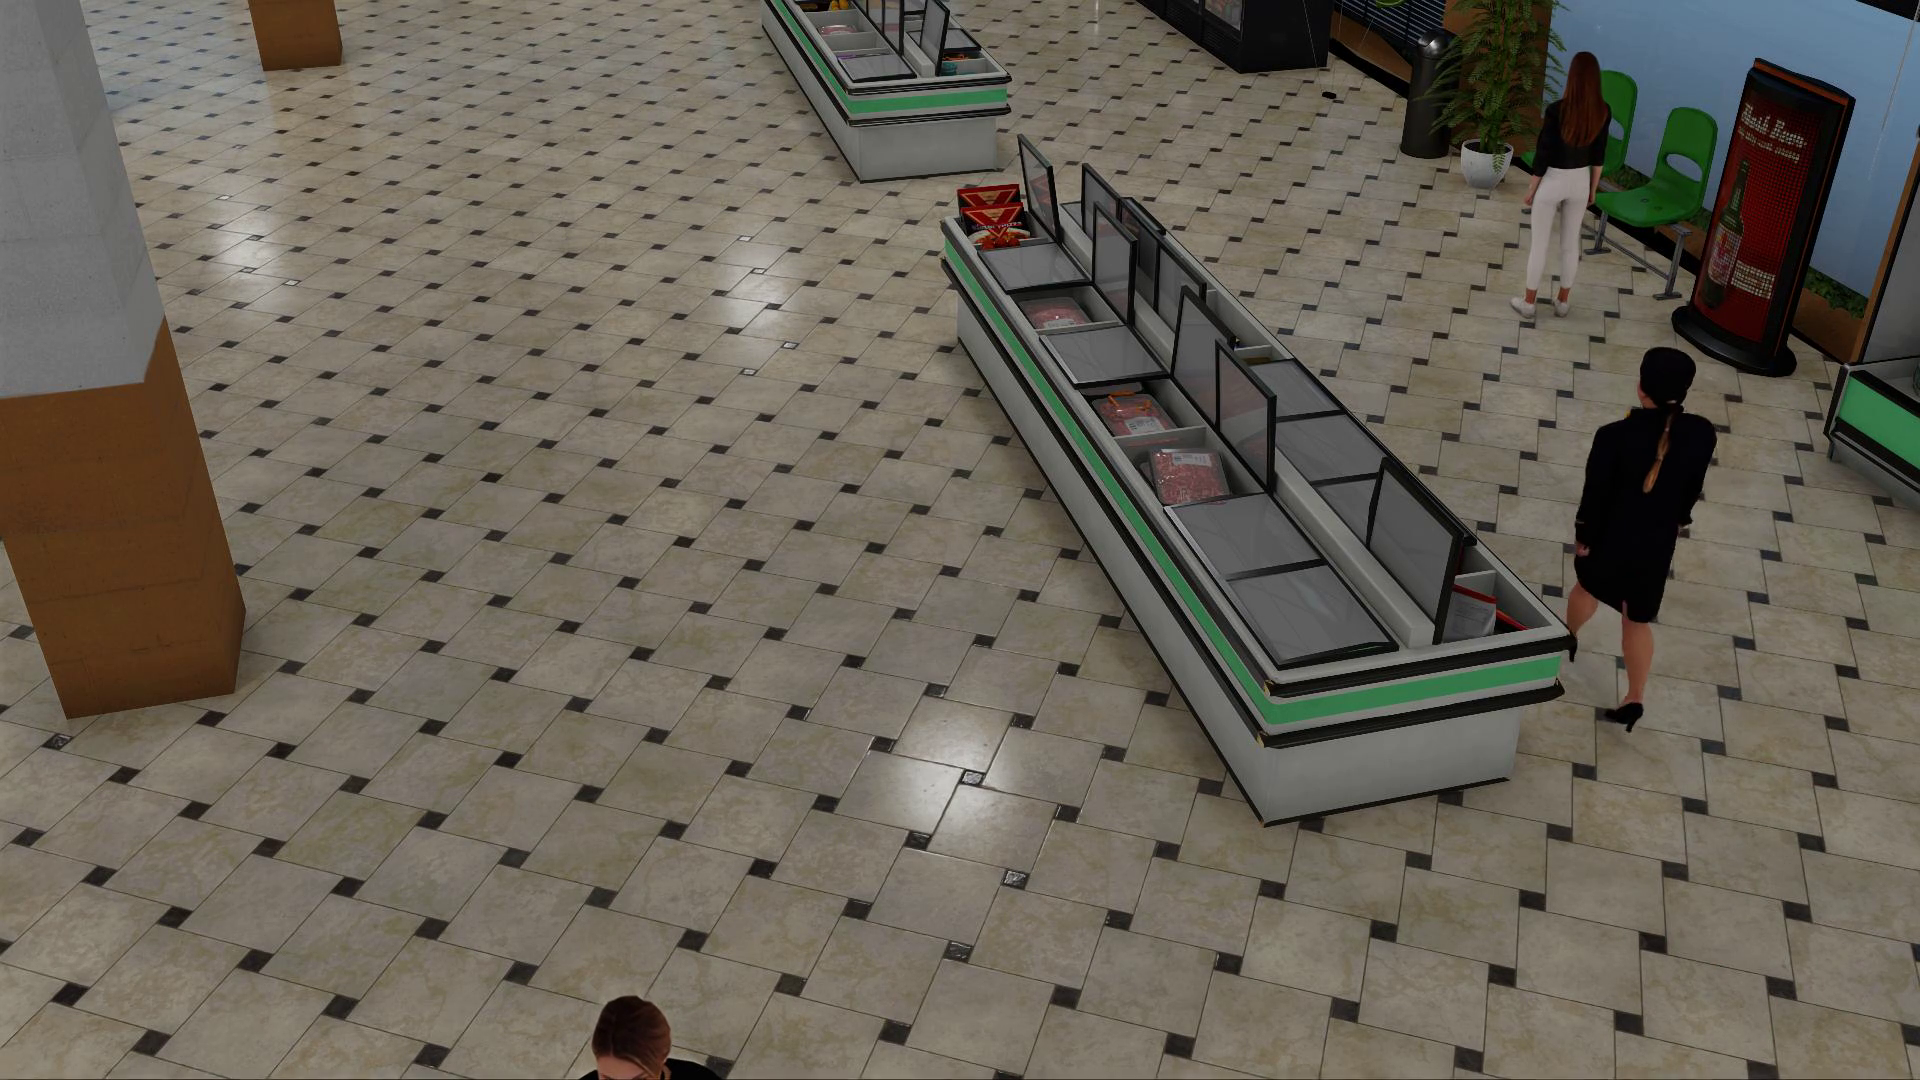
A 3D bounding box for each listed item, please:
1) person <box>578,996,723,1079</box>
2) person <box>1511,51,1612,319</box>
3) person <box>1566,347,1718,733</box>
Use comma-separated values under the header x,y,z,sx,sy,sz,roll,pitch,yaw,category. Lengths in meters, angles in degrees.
x,y,z,sx,sy,sz,roll,pitch,yaw,category
-0.729,1.745,4.094,0.594,1.767,0.542,-5,32,-8,person
3.829,-2.240,10.560,0.657,1.701,0.606,0,32,-1,person
2.835,0.045,6.954,0.877,1.632,1.156,-1,32,-2,person
